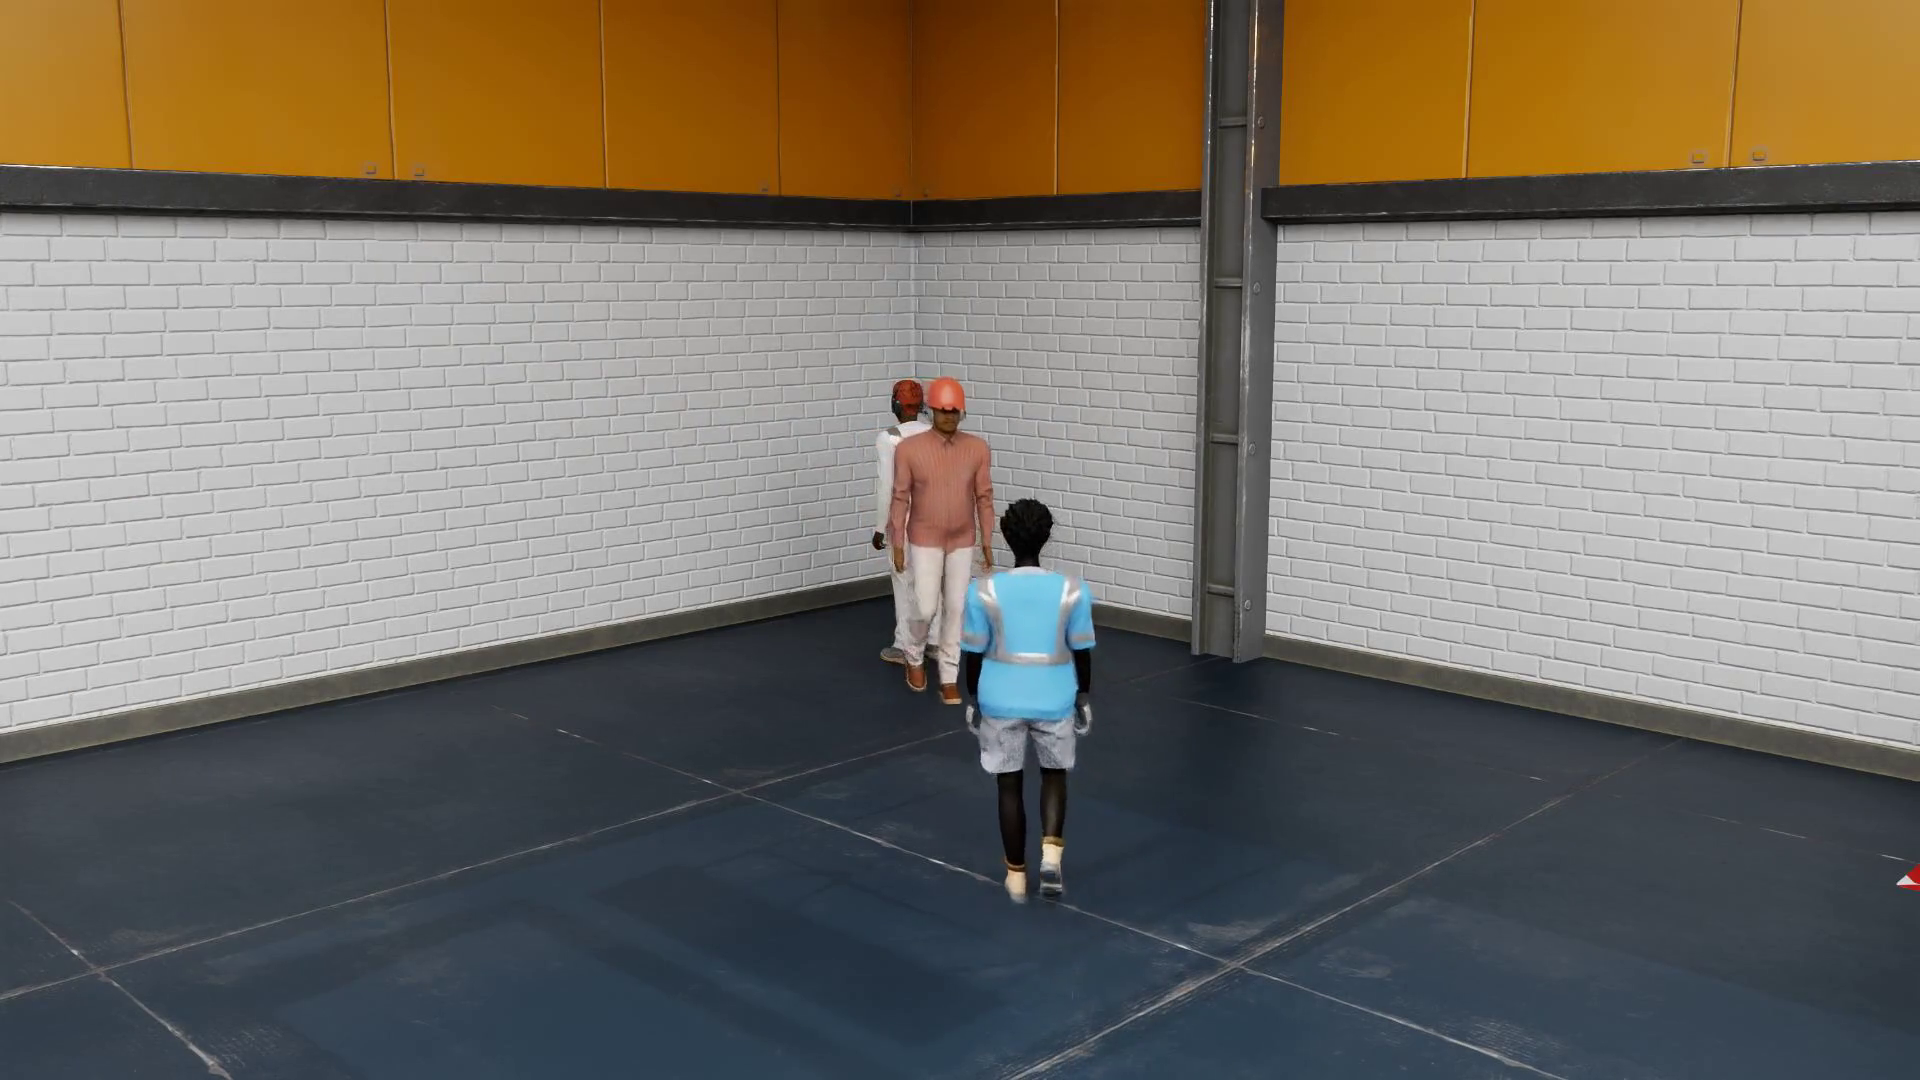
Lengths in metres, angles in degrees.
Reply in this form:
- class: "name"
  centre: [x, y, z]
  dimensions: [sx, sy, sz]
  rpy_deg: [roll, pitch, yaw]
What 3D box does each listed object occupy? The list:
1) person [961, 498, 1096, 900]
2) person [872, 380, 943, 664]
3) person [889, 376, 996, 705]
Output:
- class: "person"
  centre: [0.275, 0.670, 6.763]
  dimensions: [0.550, 1.683, 0.424]
  rpy_deg: [-1, 9, -3]
- class: "person"
  centre: [-0.327, -0.121, 11.032]
  dimensions: [0.585, 1.882, 0.337]
  rpy_deg: [-8, 12, -39]
- class: "person"
  centre: [-0.100, 0.006, 9.955]
  dimensions: [0.630, 1.976, 0.481]
  rpy_deg: [-3, 10, -19]
